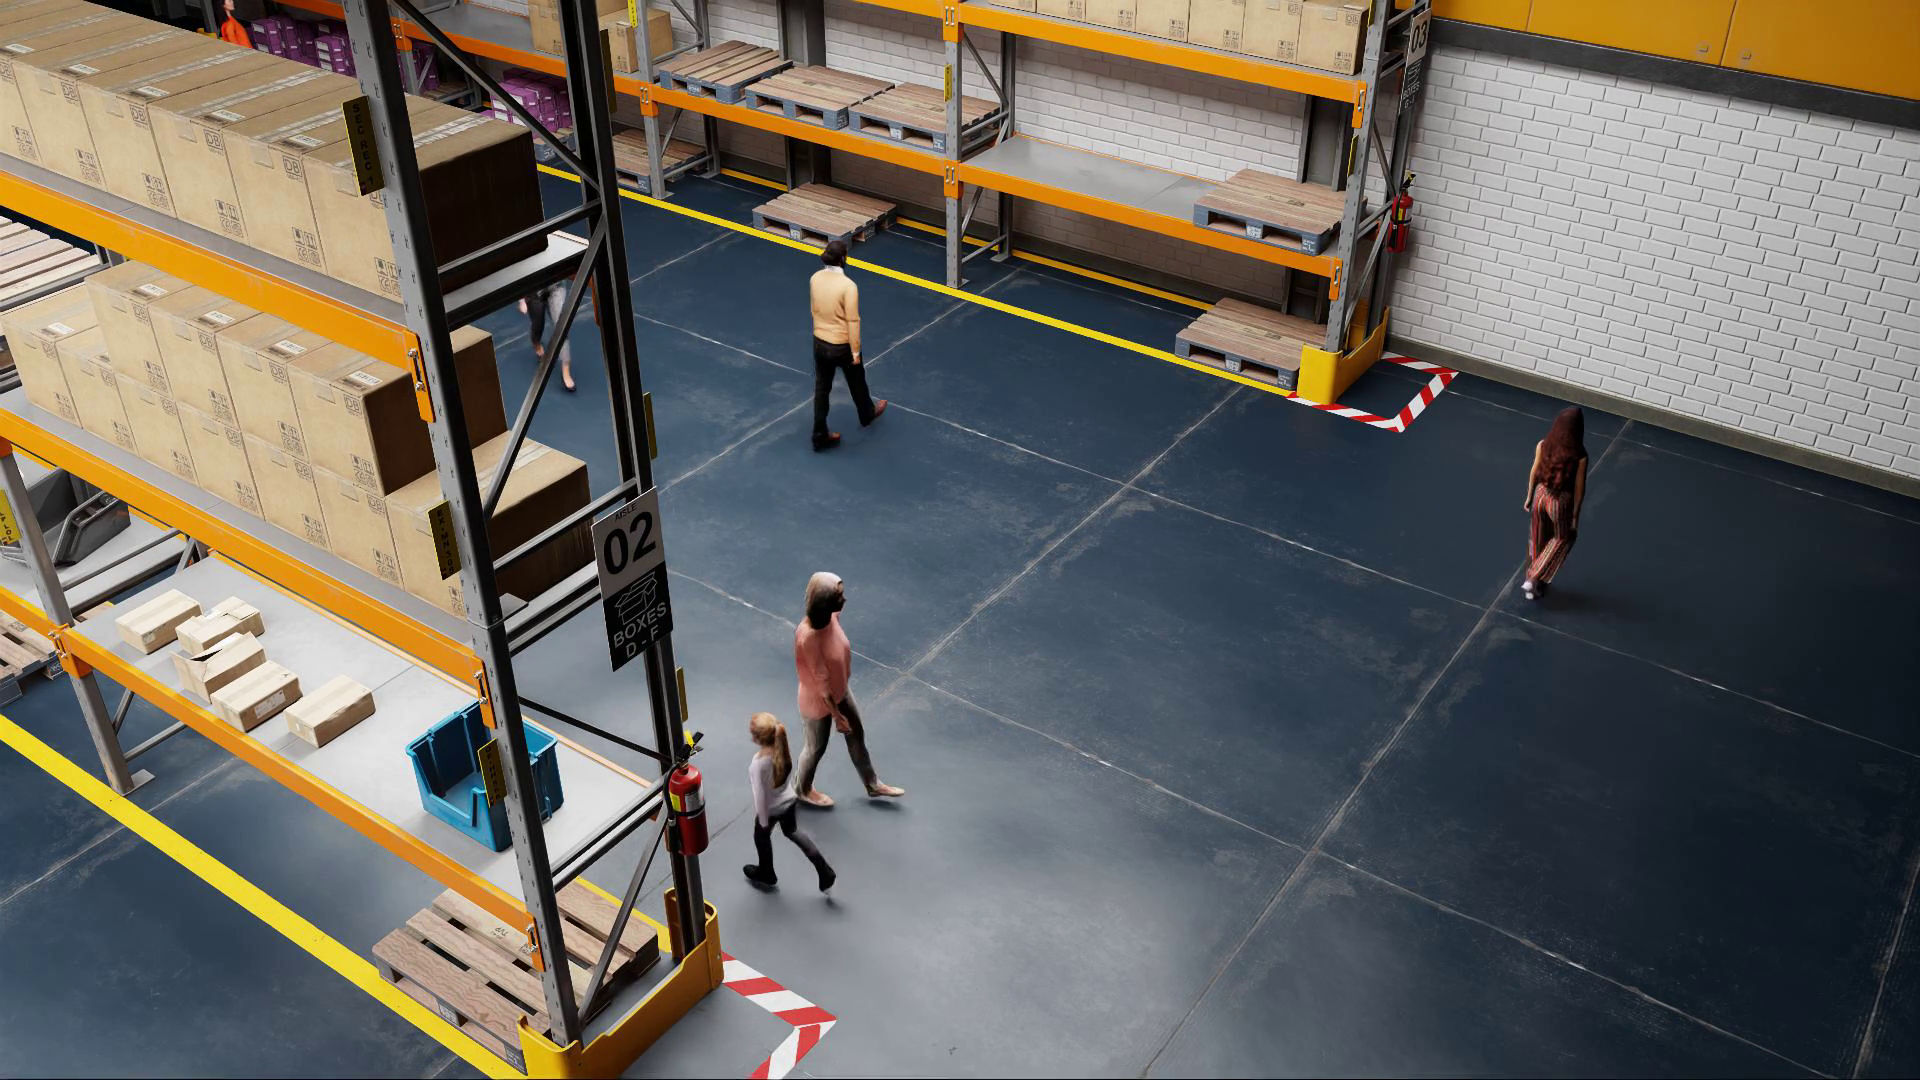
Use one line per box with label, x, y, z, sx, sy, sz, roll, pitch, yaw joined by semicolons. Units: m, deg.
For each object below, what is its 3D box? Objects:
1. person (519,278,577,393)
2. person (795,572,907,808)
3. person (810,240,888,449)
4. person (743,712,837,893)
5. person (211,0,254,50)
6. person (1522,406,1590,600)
person;-3.649;-2.154;14.482;0.934;1.641;1.187;-17;37;-24
person;-0.872;0.917;9.809;0.991;1.700;0.791;9;35;14
person;-1.061;-1.534;13.483;0.953;1.715;0.750;23;40;31
person;-0.973;1.504;9.326;0.830;1.256;0.514;17;37;24
person;-8.461;-5.564;19.517;0.767;1.747;0.658;-15;36;-21
person;4.127;-0.220;11.647;0.636;1.559;0.663;27;42;35
